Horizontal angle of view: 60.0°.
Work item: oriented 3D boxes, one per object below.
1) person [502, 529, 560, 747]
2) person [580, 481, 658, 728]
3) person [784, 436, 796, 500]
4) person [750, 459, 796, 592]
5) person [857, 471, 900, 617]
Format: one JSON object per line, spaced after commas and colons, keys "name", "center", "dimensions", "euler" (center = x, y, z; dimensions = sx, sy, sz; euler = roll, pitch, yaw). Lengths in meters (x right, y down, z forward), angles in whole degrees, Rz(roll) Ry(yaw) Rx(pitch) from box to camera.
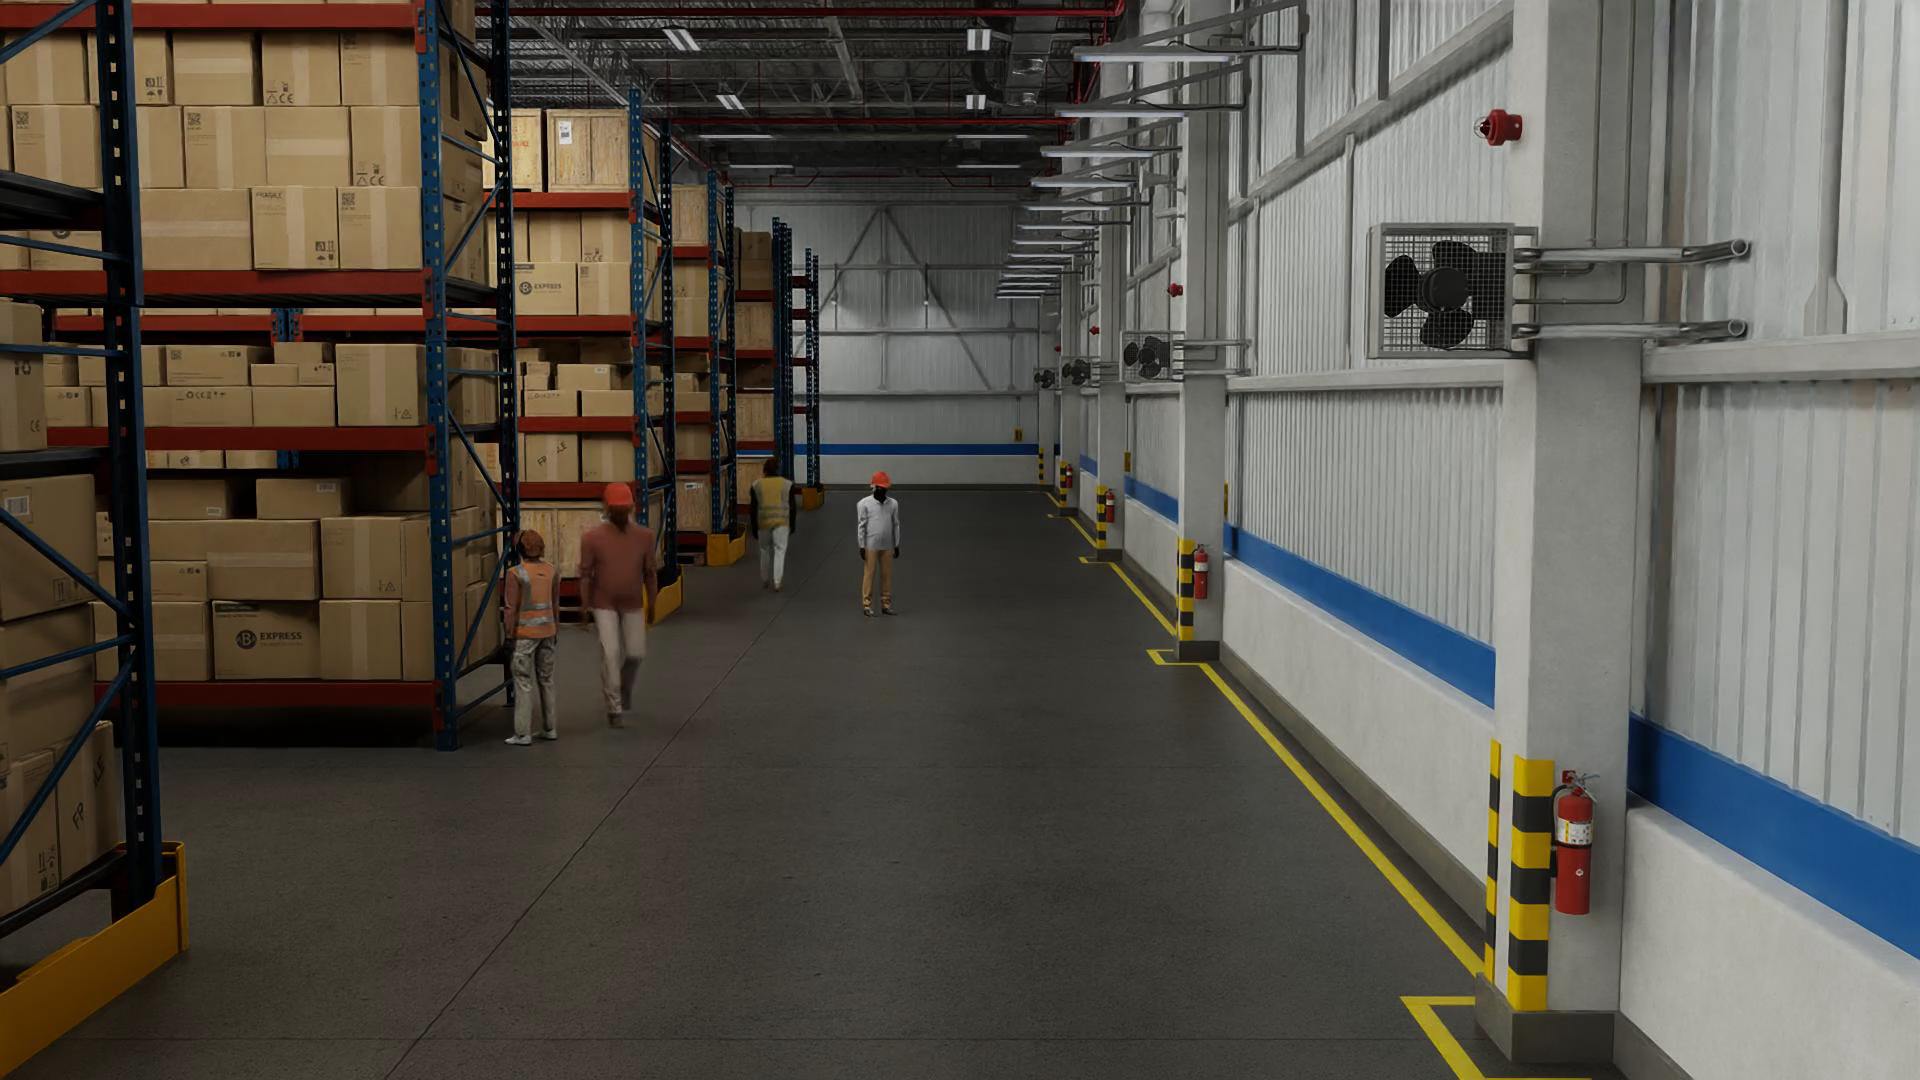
{"name": "person", "center": [-3.228, 0.734, 12.579], "dimensions": [0.313, 1.628, 0.526], "euler": [3, 6, 33]}
{"name": "person", "center": [-2.736, 0.501, 13.319], "dimensions": [0.627, 1.977, 0.611], "euler": [-2, 5, -23]}
{"name": "person", "center": [-3.904, -1.487, 37.776], "dimensions": [0.287, 1.746, 0.487], "euler": [1, 5, 10]}
{"name": "person", "center": [-2.531, -0.200, 22.531], "dimensions": [0.615, 1.803, 0.971], "euler": [0, 5, -2]}
{"name": "person", "center": [-0.956, 0.050, 19.862], "dimensions": [0.566, 1.744, 0.350], "euler": [-3, 6, -31]}
